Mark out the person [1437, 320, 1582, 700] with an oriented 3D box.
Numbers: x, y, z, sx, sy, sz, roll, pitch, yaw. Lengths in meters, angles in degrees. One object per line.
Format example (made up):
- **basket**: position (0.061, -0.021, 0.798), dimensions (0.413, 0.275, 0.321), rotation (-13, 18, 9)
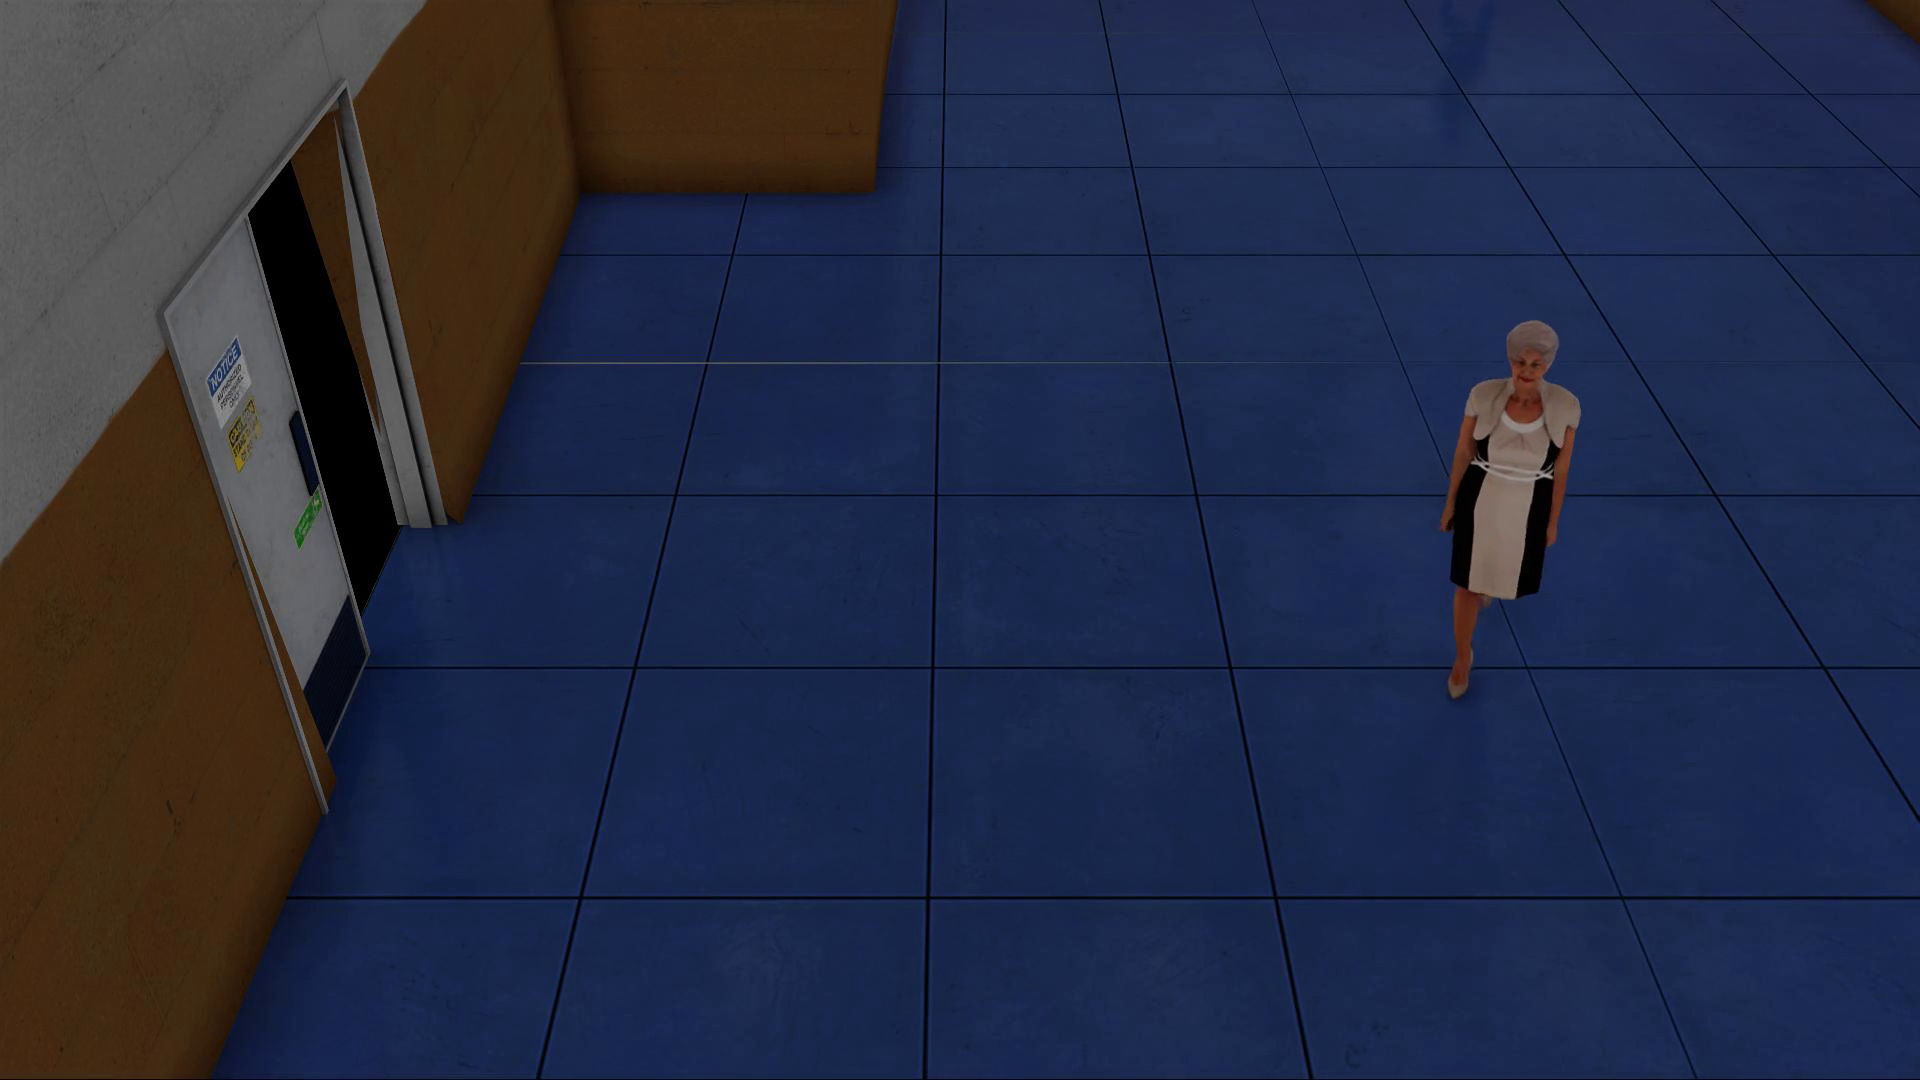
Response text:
- **person**: position (2.282, -0.150, 6.965), dimensions (0.934, 1.736, 0.867), rotation (12, 38, 15)
